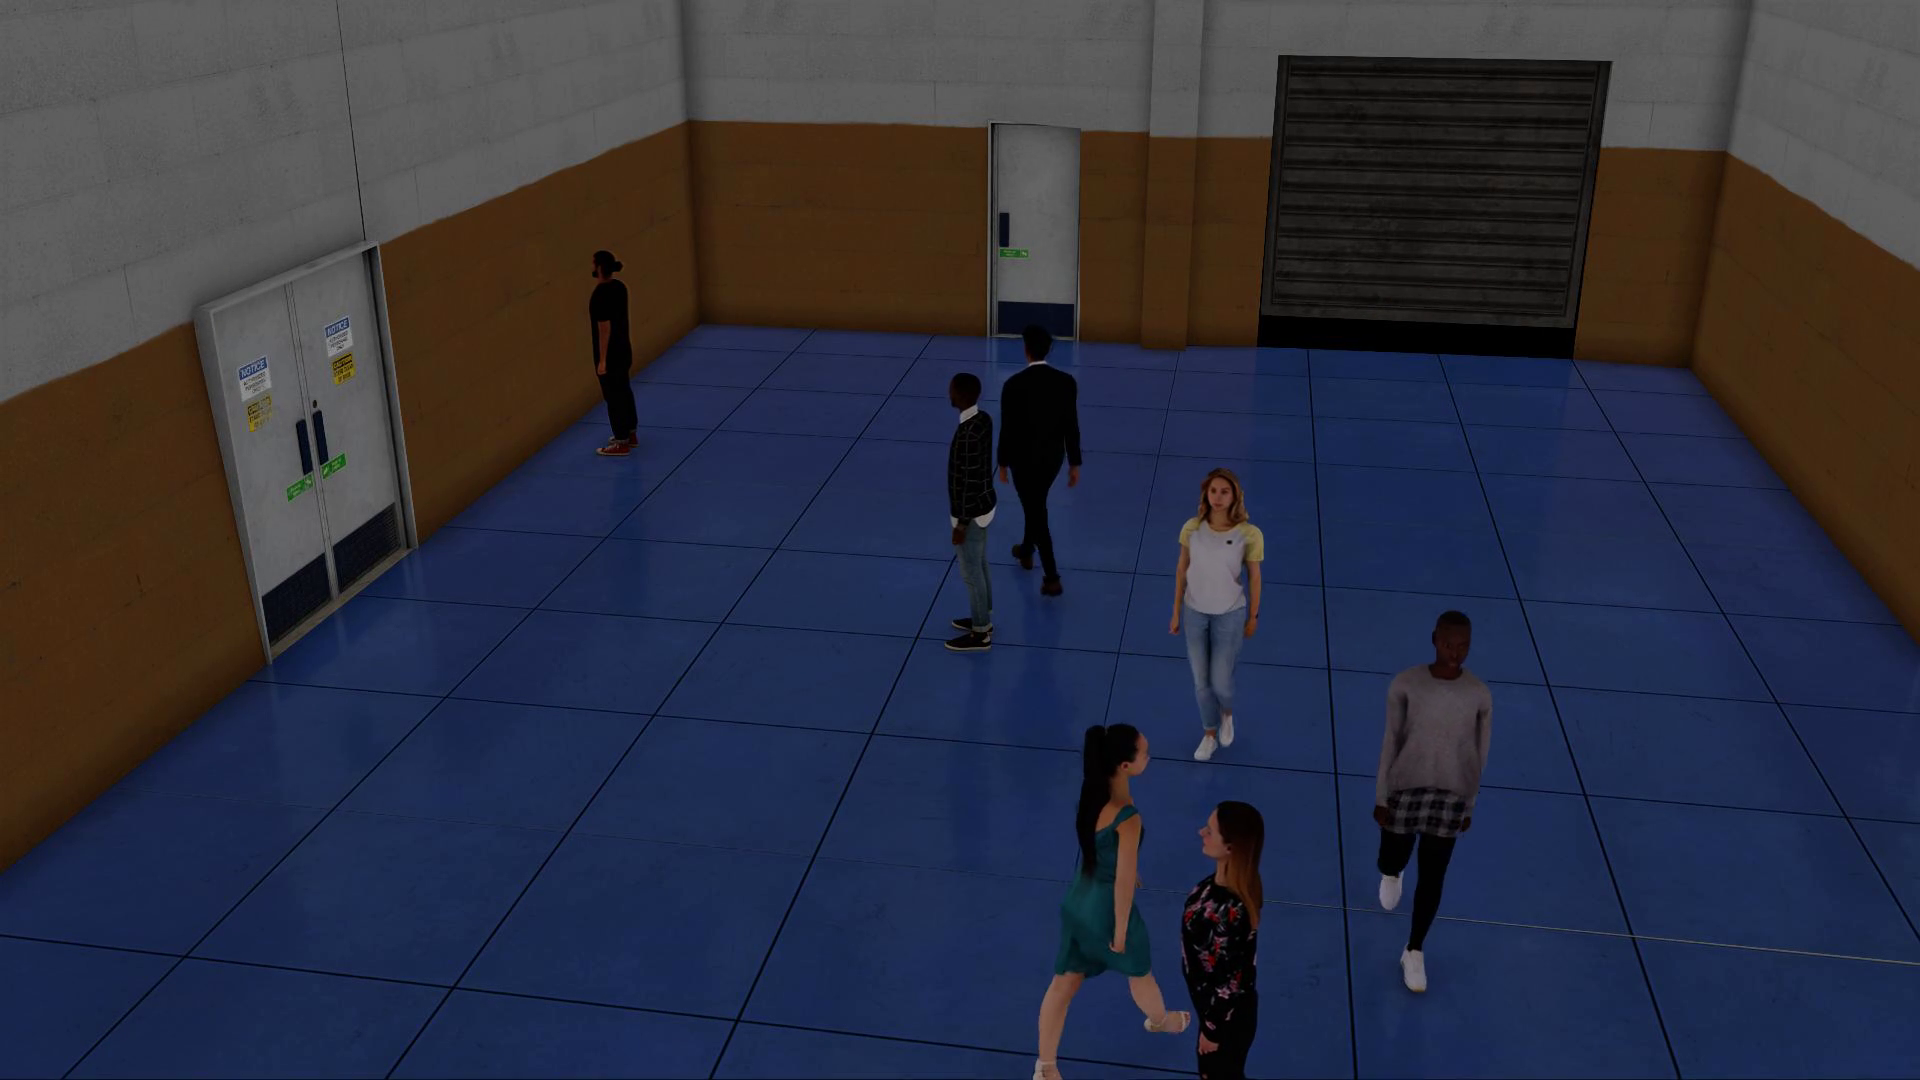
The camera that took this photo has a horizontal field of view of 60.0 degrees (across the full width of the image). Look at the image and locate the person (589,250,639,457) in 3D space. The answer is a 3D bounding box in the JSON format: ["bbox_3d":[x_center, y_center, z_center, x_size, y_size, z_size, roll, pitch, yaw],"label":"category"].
[{"bbox_3d":[-2.955,-1.593,14.160,0.545,1.758,0.616,5,22,11],"label":"person"}]

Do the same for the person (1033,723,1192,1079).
[{"bbox_3d":[0.492,1.513,6.593,1.063,1.637,0.963,-13,25,-29],"label":"person"}]

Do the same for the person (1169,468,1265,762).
[{"bbox_3d":[1.433,0.392,9.257,0.662,1.714,0.767,9,24,22],"label":"person"}]

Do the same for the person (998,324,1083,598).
[{"bbox_3d":[0.551,-0.491,11.320,1.258,1.831,1.179,-8,23,-19],"label":"person"}]

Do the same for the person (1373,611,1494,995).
[{"bbox_3d":[2.073,1.102,7.453,0.871,1.758,0.680,4,22,10],"label":"person"}]

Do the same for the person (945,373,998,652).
[{"bbox_3d":[0.088,-0.186,10.575,0.543,1.820,0.654,5,22,11],"label":"person"}]

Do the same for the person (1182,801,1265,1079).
[{"bbox_3d":[0.971,1.693,6.083,0.505,1.683,0.564,5,22,11],"label":"person"}]
